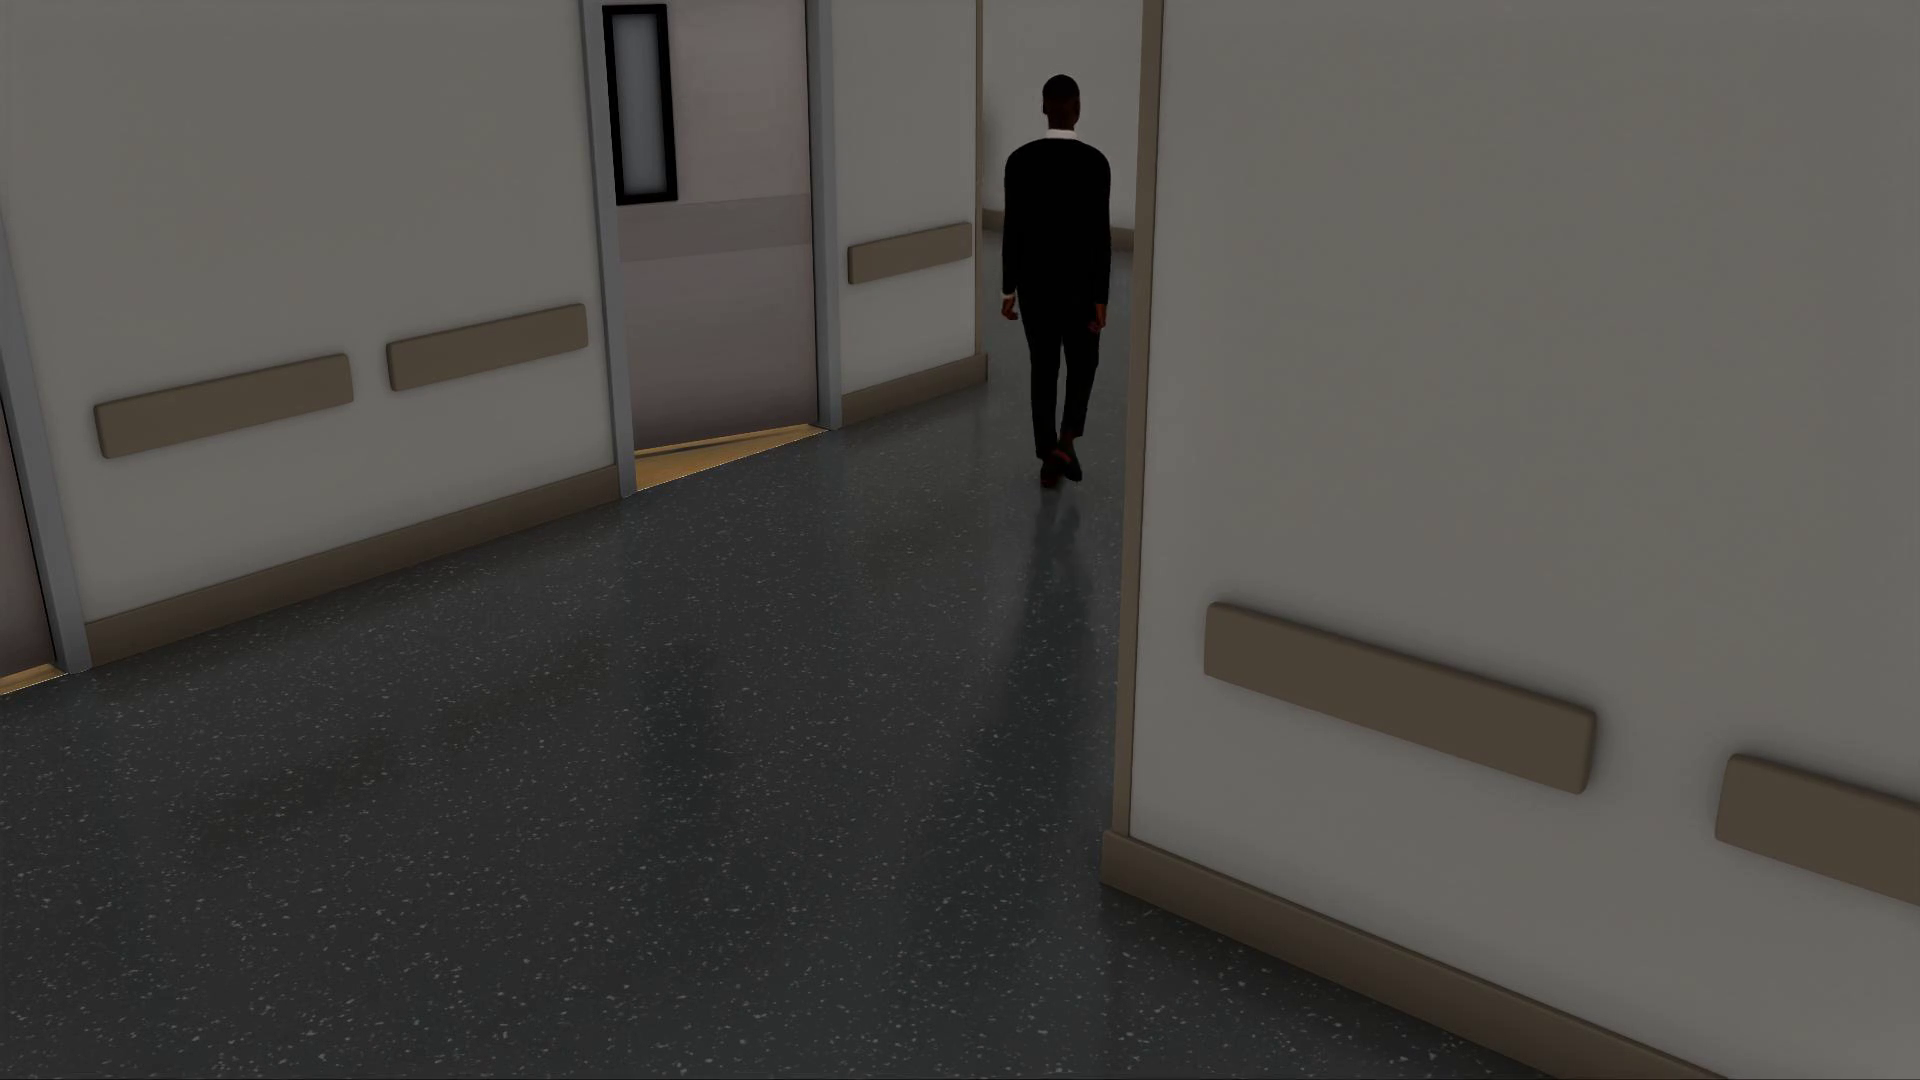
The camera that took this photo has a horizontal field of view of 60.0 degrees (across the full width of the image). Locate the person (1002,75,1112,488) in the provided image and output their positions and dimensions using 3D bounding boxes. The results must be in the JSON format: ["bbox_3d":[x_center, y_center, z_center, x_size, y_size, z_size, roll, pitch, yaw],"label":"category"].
[{"bbox_3d":[0.405,-1.063,7.184,0.835,1.792,0.917,3,21,9],"label":"person"}]
